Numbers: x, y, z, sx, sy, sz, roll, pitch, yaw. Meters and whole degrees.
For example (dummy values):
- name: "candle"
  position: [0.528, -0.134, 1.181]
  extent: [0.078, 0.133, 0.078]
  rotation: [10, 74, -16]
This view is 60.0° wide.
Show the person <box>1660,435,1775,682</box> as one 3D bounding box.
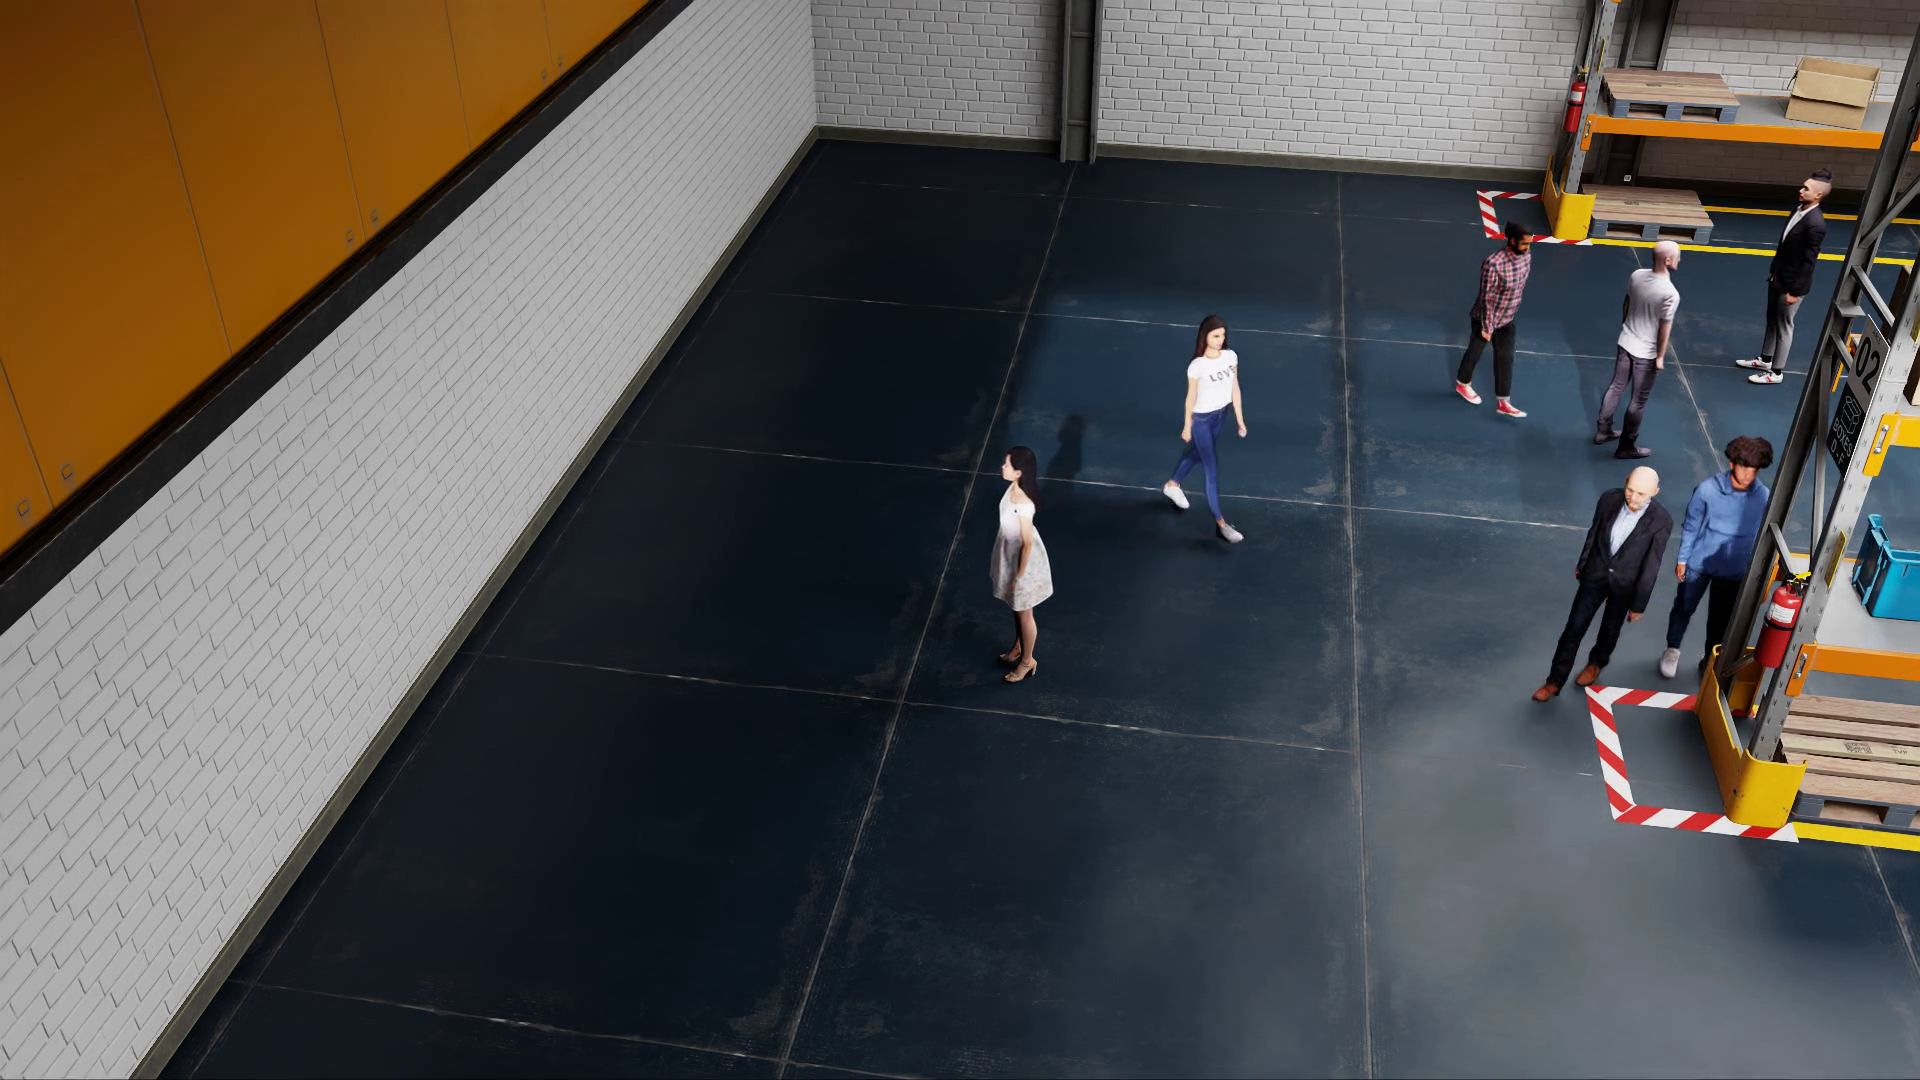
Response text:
- name: "person"
  position: [4.975, 0.099, 10.972]
  extent: [0.578, 1.801, 0.773]
  rotation: [10, 35, 15]

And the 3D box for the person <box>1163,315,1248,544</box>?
- name: "person"
  position: [1.806, -0.899, 12.540]
  extent: [1.073, 1.729, 1.183]
  rotation: [-24, 40, -31]

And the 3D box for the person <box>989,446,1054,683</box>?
- name: "person"
  position: [0.390, 0.159, 10.907]
  extent: [0.704, 1.774, 0.703]
  rotation: [-1, 34, -2]

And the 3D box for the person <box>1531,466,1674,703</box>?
- name: "person"
  position: [4.289, 0.230, 10.804]
  extent: [1.061, 1.769, 1.062]
  rotation: [28, 43, 36]

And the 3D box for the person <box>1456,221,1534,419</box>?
- name: "person"
  position: [4.473, -1.928, 14.090]
  extent: [1.091, 1.727, 1.104]
  rotation: [-17, 37, -23]

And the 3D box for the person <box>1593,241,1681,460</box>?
- name: "person"
  position: [5.486, -1.549, 13.423]
  extent: [0.754, 1.833, 0.747]
  rotation: [-10, 35, -15]

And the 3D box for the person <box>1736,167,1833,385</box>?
- name: "person"
  position: [7.223, -2.294, 14.439]
  extent: [0.611, 1.949, 0.734]
  rotation: [2, 34, 3]
